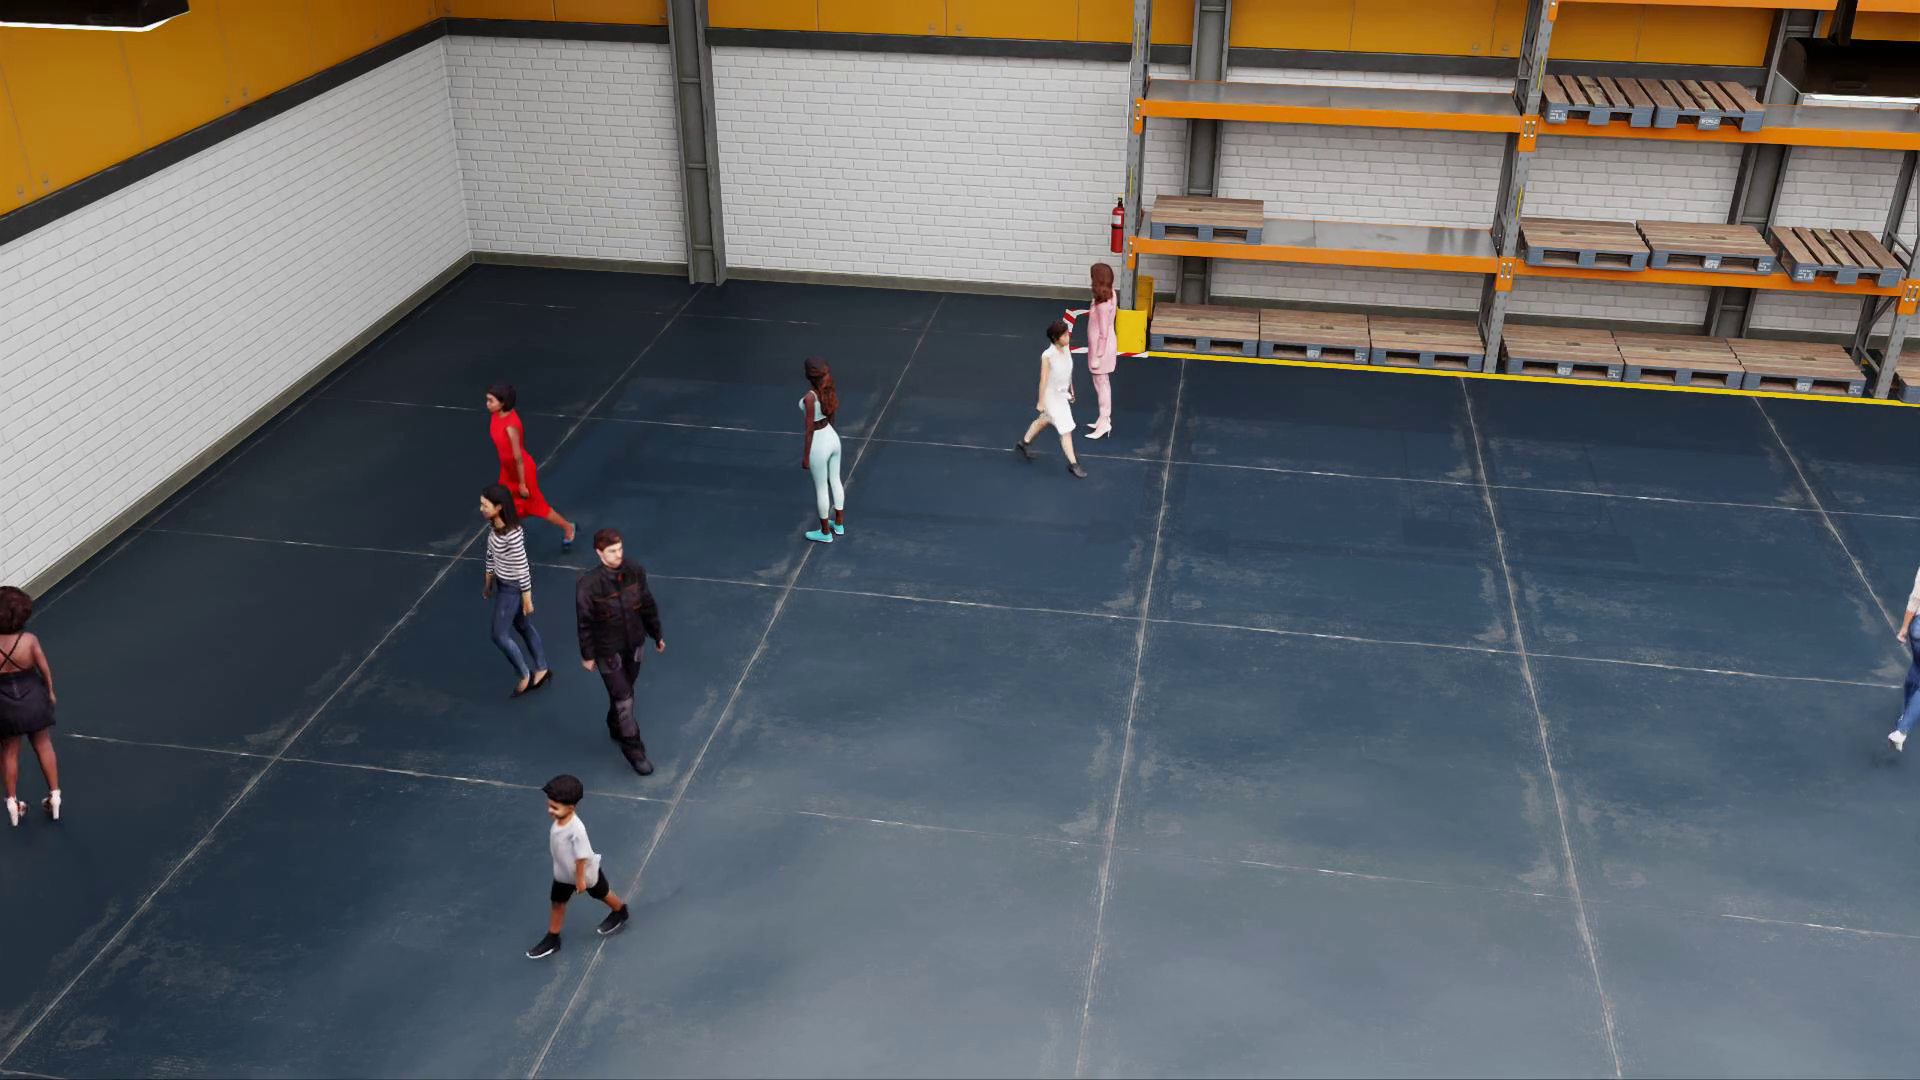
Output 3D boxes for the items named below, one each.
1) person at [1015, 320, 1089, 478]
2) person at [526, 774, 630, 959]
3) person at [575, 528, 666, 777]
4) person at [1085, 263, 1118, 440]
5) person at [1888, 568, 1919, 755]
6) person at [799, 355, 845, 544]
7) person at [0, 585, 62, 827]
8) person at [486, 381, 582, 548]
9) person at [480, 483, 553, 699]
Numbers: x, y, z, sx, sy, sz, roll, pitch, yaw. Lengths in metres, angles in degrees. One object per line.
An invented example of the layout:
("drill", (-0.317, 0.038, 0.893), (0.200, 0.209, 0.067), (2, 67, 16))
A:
("person", (0.823, -1.352, 15.719), (1.112, 1.510, 0.802), (16, 33, 27))
("person", (-2.252, 1.923, 10.013), (0.874, 1.224, 0.884), (-24, 36, -36))
("person", (-2.446, 0.703, 11.633), (1.086, 1.814, 0.990), (22, 35, 34))
("person", (1.409, -1.864, 16.353), (0.508, 1.801, 0.605), (5, 29, 10))
("person", (6.843, 0.721, 11.726), (1.093, 1.693, 1.105), (-23, 36, -36))
("person", (-1.197, -0.796, 14.475), (0.656, 1.724, 0.645), (19, 34, 30))
("person", (-6.103, 1.140, 10.889), (0.728, 1.759, 0.815), (-21, 35, -33))
("person", (-3.647, -0.551, 14.052), (1.096, 1.699, 1.090), (-21, 35, -33))
("person", (-3.208, 0.366, 12.291), (0.818, 1.776, 0.760), (-14, 32, -25))
